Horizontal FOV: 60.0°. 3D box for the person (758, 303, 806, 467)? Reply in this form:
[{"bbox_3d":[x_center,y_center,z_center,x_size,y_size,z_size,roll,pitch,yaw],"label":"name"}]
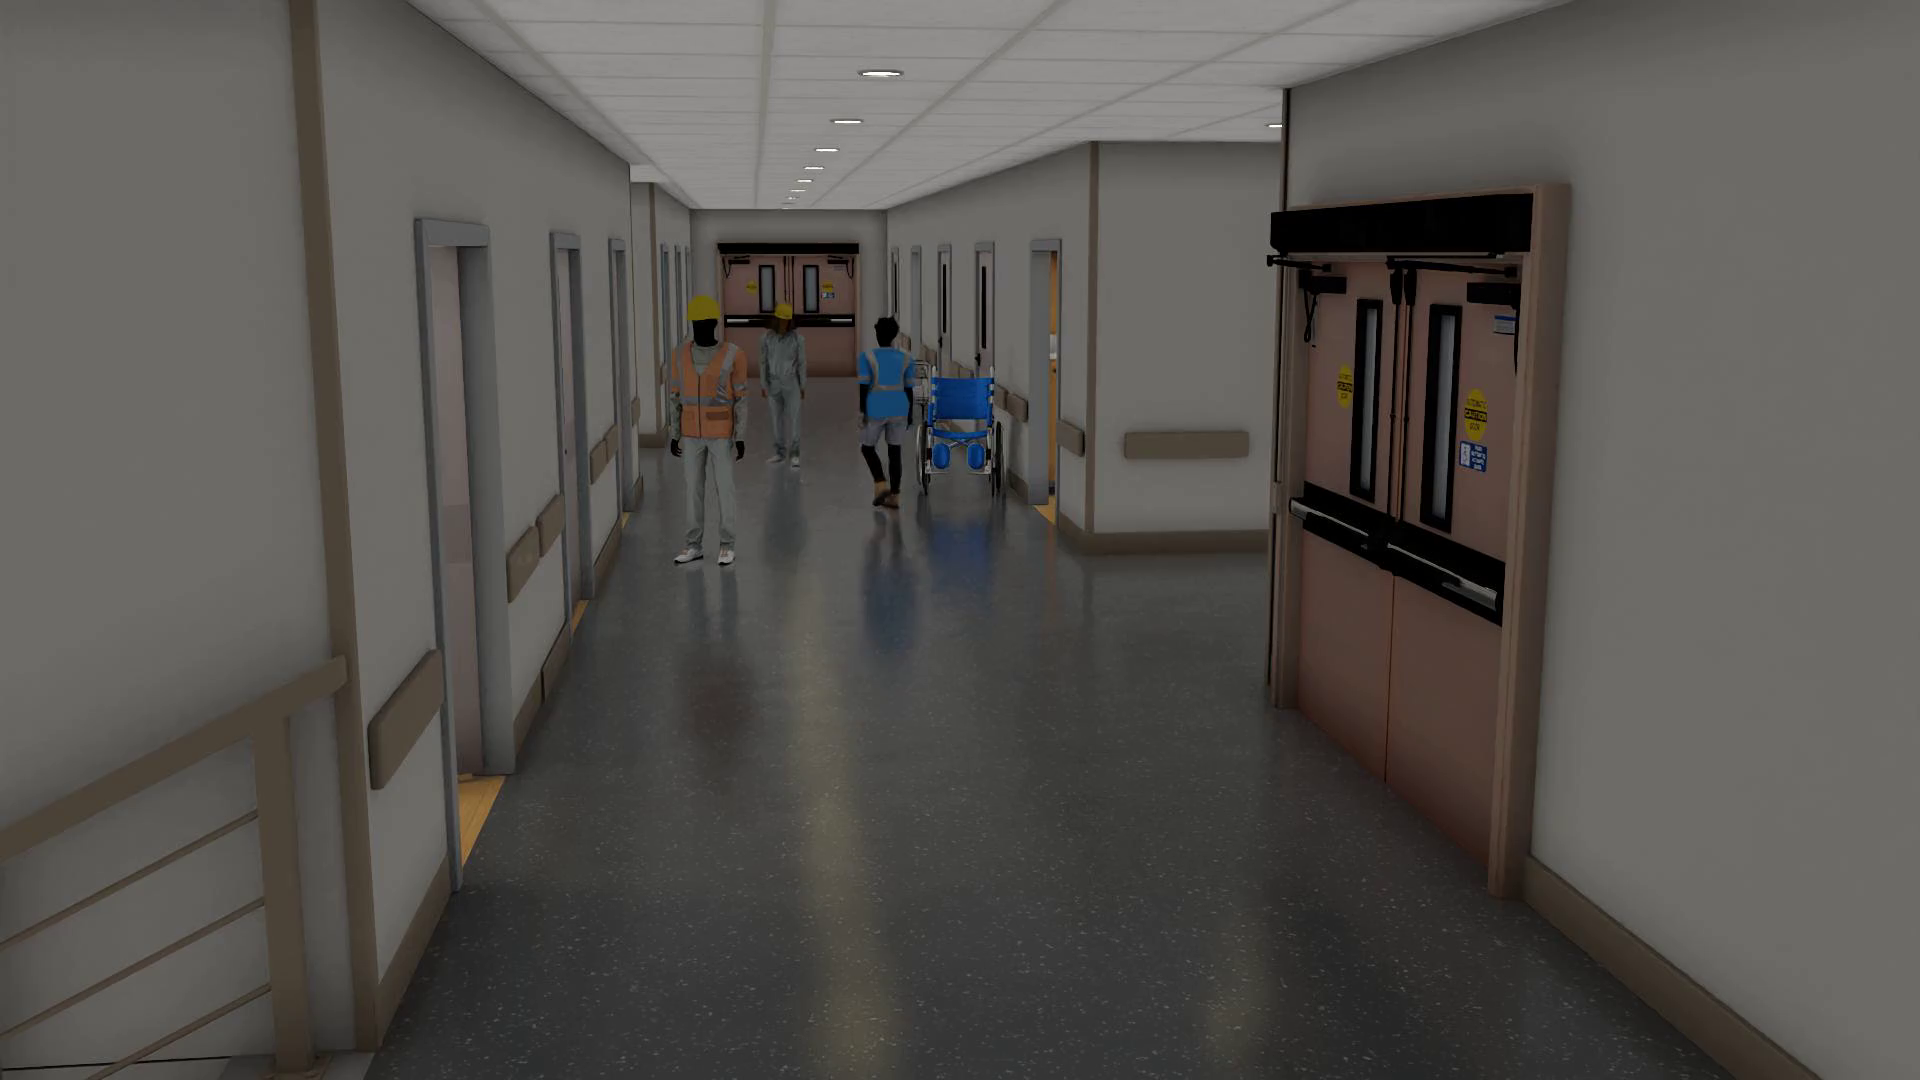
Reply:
[{"bbox_3d":[-1.862,-1.628,17.494,0.494,1.706,0.606,1,10,5],"label":"person"}]

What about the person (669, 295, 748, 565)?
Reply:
[{"bbox_3d":[-1.808,-0.783,11.917,0.586,1.928,0.369,2,10,13],"label":"person"}]

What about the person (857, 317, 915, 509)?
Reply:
[{"bbox_3d":[-0.637,-1.102,14.508,0.554,1.671,0.411,-4,11,-24],"label":"person"}]
